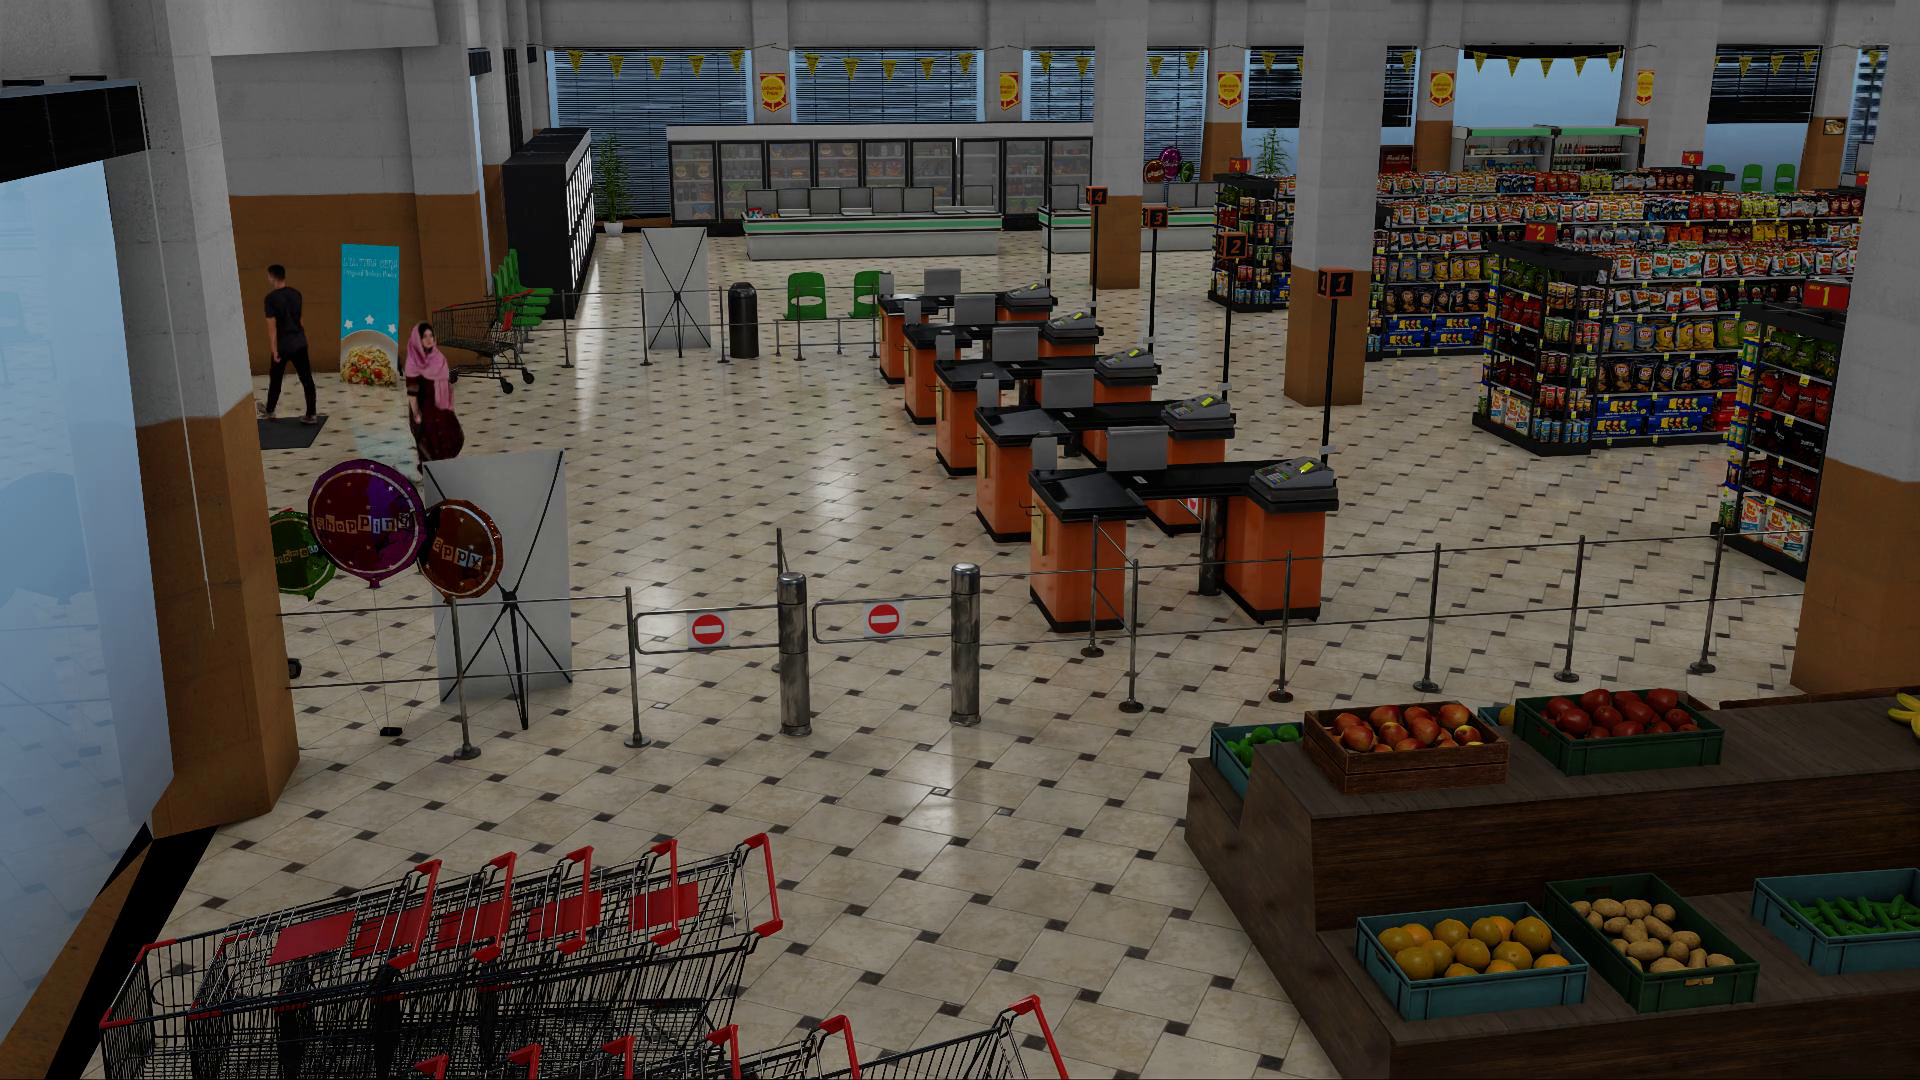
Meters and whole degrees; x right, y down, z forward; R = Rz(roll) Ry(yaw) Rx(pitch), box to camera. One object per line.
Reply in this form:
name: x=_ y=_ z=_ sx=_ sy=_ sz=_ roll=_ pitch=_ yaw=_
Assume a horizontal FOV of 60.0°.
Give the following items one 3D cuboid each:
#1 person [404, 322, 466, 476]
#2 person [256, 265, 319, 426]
person: x=-4.926 y=-1.209 z=15.345 sx=0.858 sy=1.628 sz=0.798 roll=11 pitch=20 yaw=33
person: x=-7.229 y=-2.088 z=18.069 sx=1.138 sy=1.728 sz=1.069 roll=11 pitch=20 yaw=32
